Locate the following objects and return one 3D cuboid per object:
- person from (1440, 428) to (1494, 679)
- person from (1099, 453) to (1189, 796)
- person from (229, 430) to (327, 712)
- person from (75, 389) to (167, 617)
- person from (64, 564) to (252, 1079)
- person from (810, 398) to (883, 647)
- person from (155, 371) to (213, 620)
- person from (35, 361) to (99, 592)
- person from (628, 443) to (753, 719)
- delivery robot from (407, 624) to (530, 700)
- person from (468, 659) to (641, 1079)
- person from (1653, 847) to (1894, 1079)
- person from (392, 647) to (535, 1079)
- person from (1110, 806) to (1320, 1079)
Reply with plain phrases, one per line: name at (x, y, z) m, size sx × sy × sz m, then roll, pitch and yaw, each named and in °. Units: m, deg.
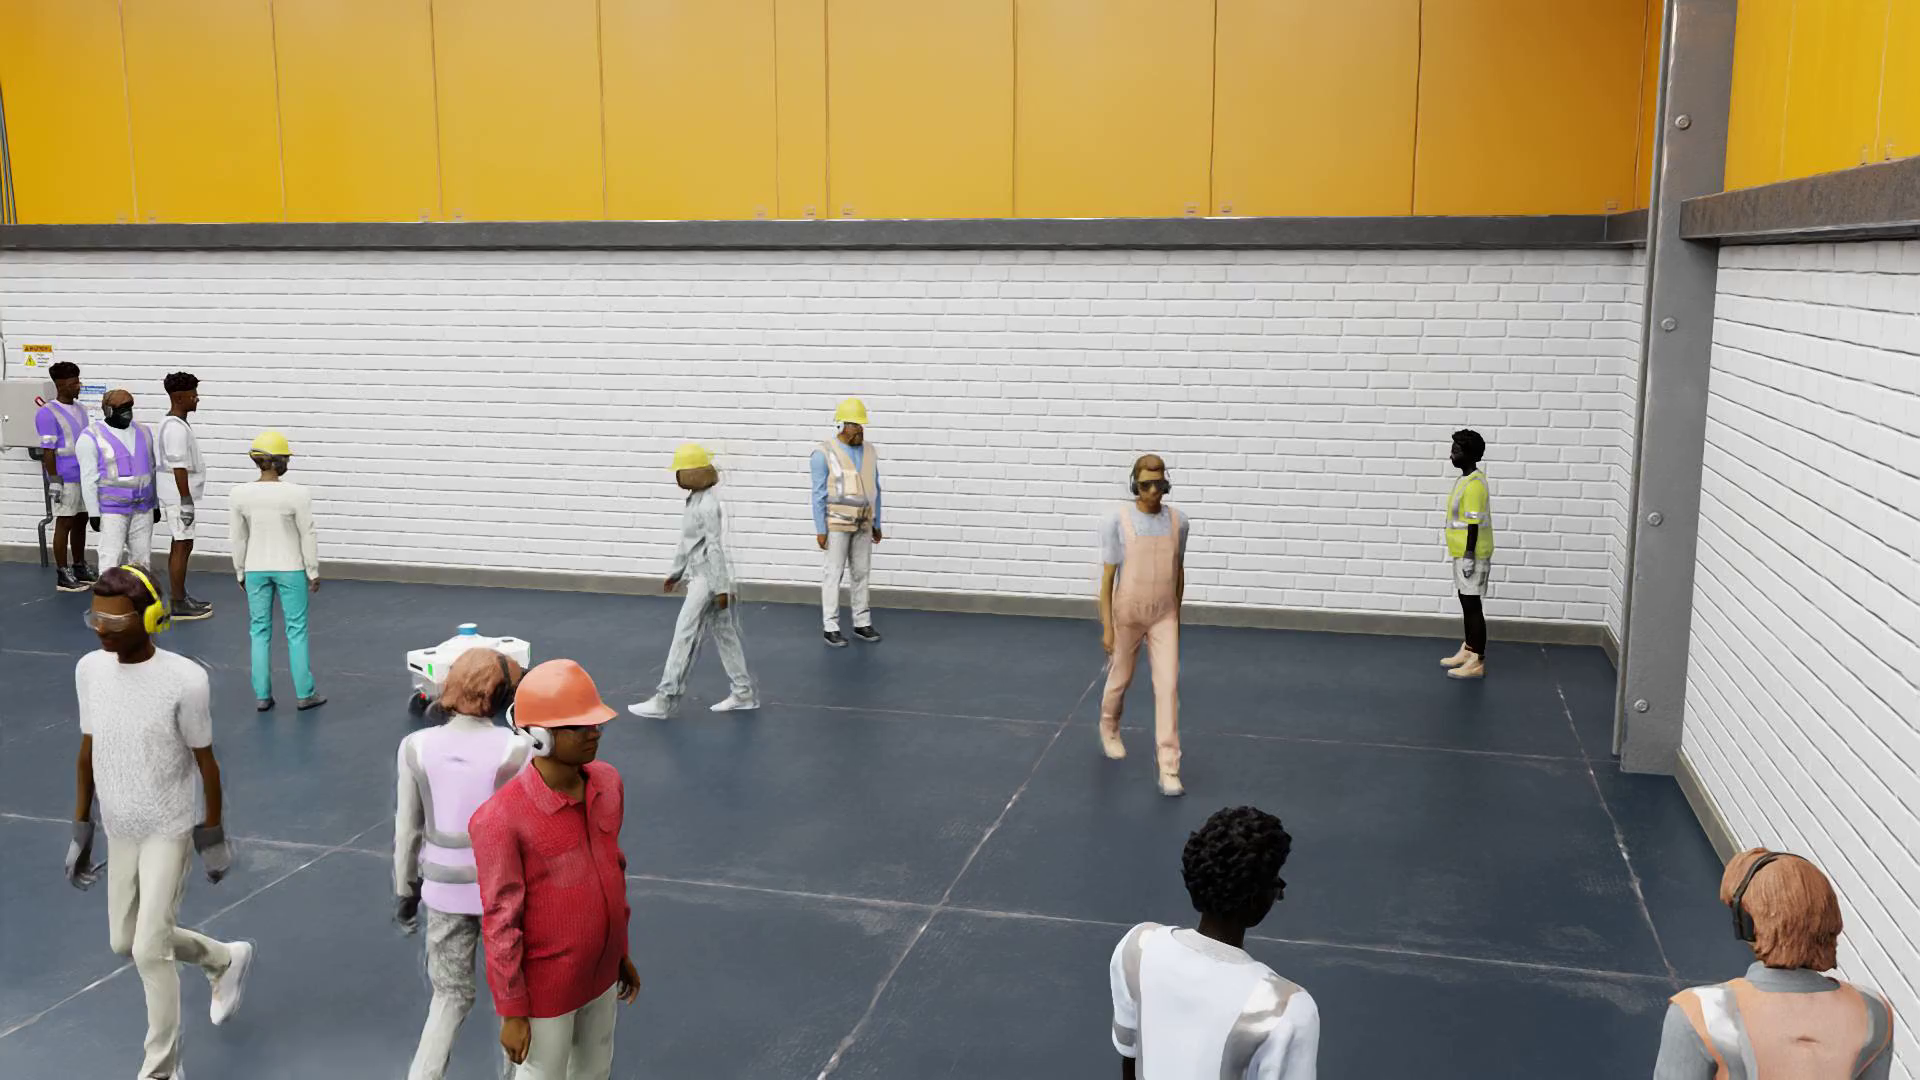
person at (3.450, 0.088, 11.294) m, size 0.321 × 1.690 × 0.533 m, roll 1°, pitch 10°, yaw 8°
person at (0.993, 0.410, 9.084) m, size 0.512 × 1.806 × 0.973 m, roll -2°, pitch 10°, yaw -11°
person at (-4.281, 0.197, 10.428) m, size 0.528 × 1.765 × 0.328 m, roll 0°, pitch 10°, yaw 0°
person at (-6.481, -0.256, 12.902) m, size 0.430 × 1.835 × 0.628 m, roll 5°, pitch 11°, yaw 28°
person at (-2.706, 0.967, 5.651) m, size 0.515 × 1.851 × 0.723 m, roll 3°, pitch 10°, yaw 18°
person at (-0.812, -0.133, 12.194) m, size 0.597 × 1.825 × 0.403 m, roll -8°, pitch 13°, yaw -40°
person at (-6.121, -0.351, 13.101) m, size 0.379 × 1.958 × 0.606 m, roll -5°, pitch 11°, yaw -26°
person at (-7.602, -0.545, 14.238) m, size 0.361 × 1.950 × 0.617 m, roll 0°, pitch 10°, yaw 2°
person at (-1.683, 0.261, 10.240) m, size 0.876 × 1.702 × 0.508 m, roll -2°, pitch 10°, yaw -14°
delivery robot at (-3.050, 0.765, 10.341) m, size 0.707 × 0.478 × 0.477 m, roll -9°, pitch 14°, yaw -42°
person at (-1.084, 1.189, 4.605) m, size 0.321 × 1.755 × 0.563 m, roll 4°, pitch 11°, yaw 24°
person at (1.665, 1.443, 3.478) m, size 0.524 × 1.630 × 0.324 m, roll -2°, pitch 10°, yaw -9°
person at (-1.547, 1.151, 5.252) m, size 0.571 × 1.610 × 0.685 m, roll 1°, pitch 10°, yaw 5°
person at (0.544, 1.397, 3.595) m, size 0.319 × 1.686 × 0.539 m, roll -9°, pitch 13°, yaw -43°
